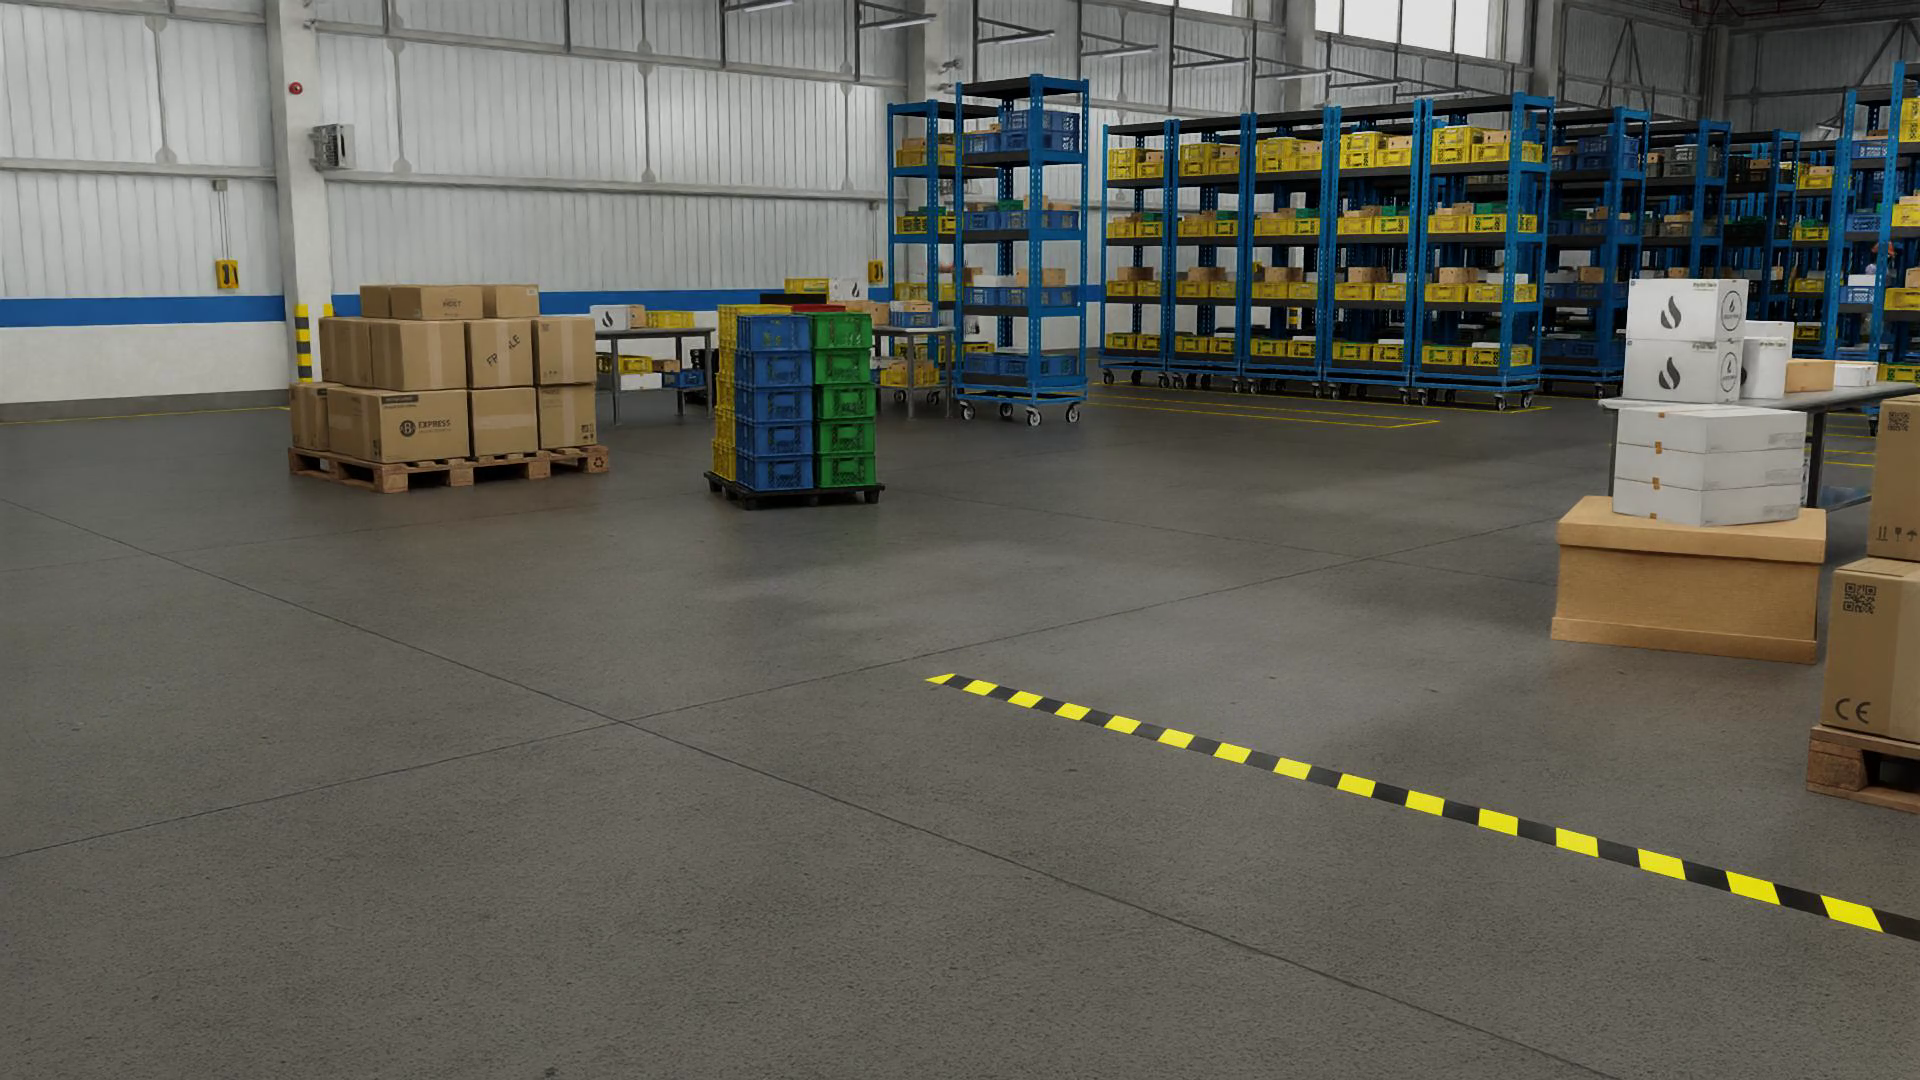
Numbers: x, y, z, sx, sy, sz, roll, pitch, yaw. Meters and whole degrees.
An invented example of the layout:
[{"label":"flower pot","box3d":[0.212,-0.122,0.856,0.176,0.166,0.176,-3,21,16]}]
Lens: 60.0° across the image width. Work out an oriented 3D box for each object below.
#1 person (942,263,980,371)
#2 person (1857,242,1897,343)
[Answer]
[{"label":"person","box3d":[0.047,-3.192,24.334,0.918,1.698,0.597,-8,12,-41]},{"label":"person","box3d":[13.266,-3.307,24.064,0.619,2.035,0.430,-7,11,-34]}]
